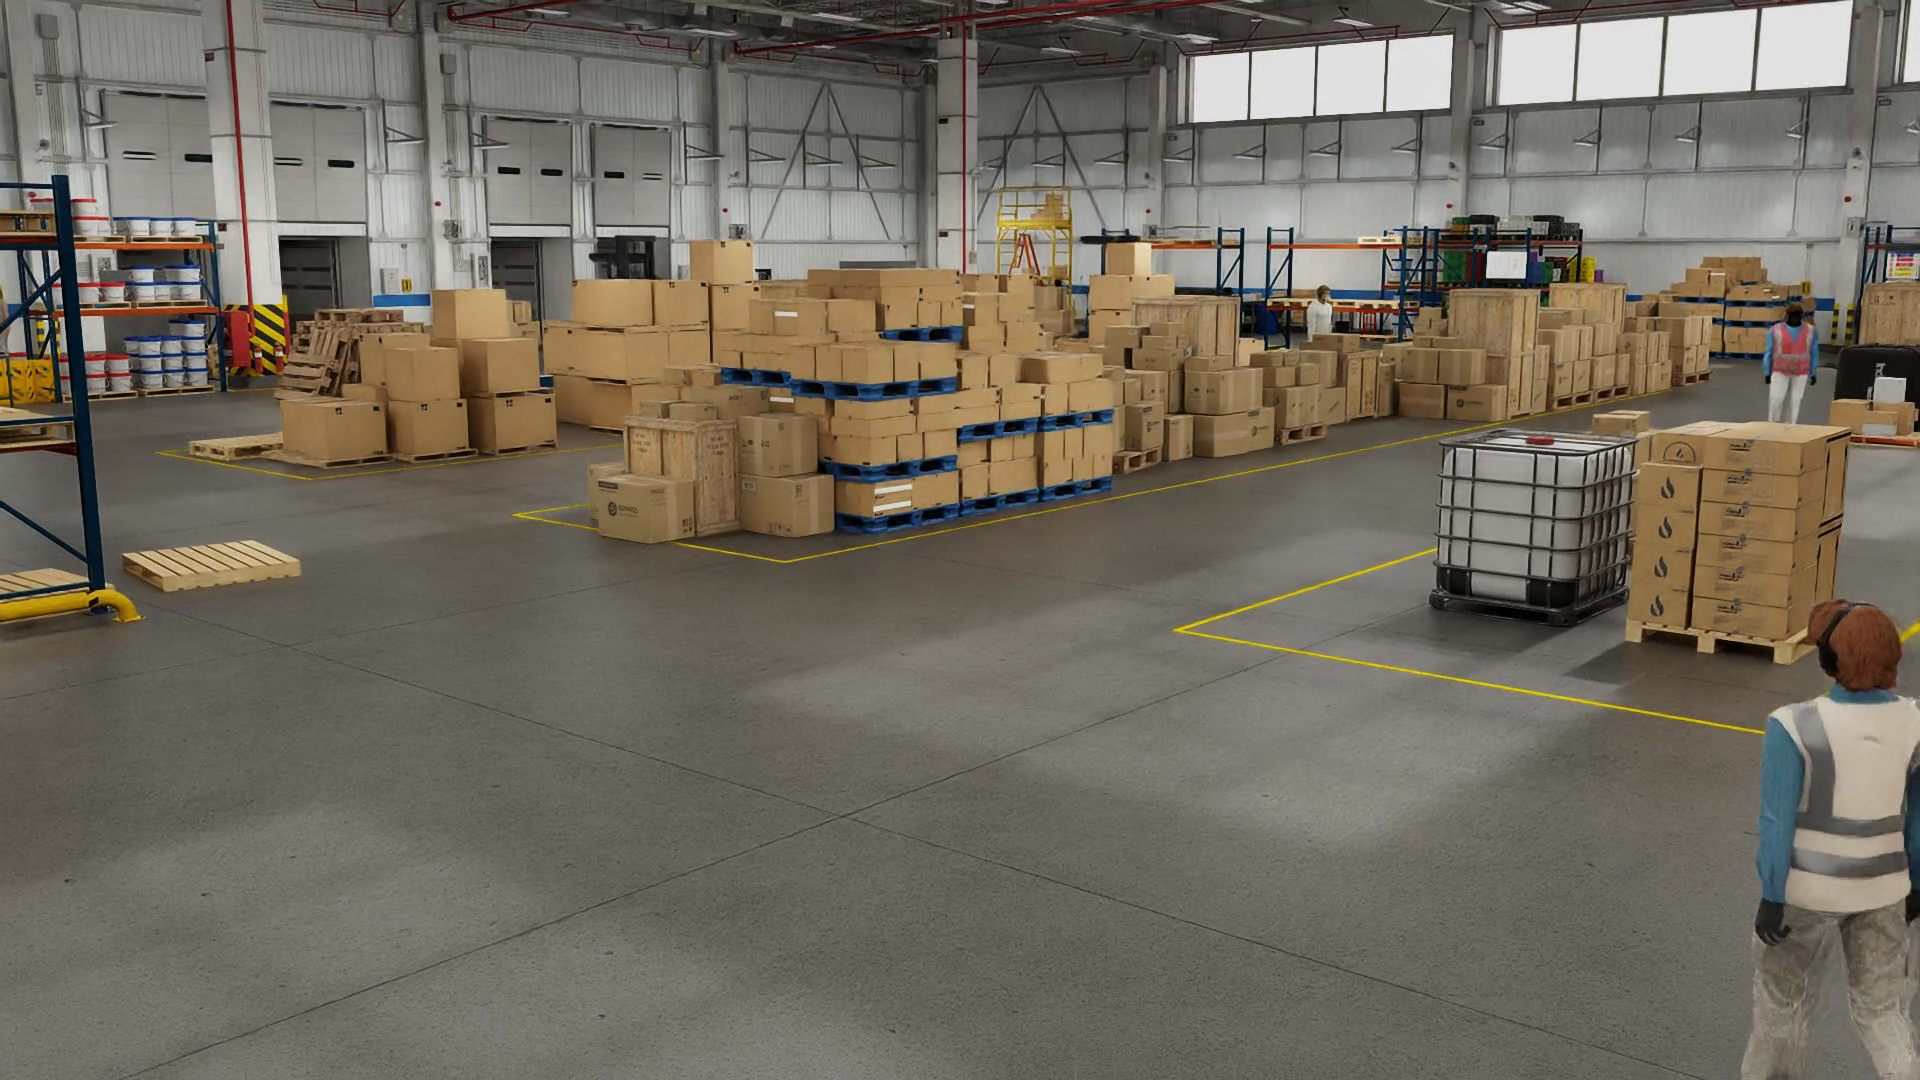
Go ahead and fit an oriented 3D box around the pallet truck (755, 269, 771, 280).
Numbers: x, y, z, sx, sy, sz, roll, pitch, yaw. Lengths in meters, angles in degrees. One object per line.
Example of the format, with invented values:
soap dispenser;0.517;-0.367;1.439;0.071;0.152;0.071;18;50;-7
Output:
pallet truck;-4.996;-6.432;45.525;1.885;1.965;0.823;-6;12;-32

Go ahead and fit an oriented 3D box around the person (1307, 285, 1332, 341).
person;6.119;-3.371;28.310;0.380;1.930;0.624;9;13;42

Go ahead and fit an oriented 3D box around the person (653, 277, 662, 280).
person;-6.520;-4.725;36.010;0.636;1.931;0.377;-5;11;-25

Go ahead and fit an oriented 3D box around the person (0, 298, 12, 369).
person;-18.214;-3.933;31.500;0.382;1.924;0.594;-3;11;-19

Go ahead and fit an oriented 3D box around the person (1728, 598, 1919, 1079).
person;2.425;0.965;4.523;0.521;1.609;0.779;-1;10;-4

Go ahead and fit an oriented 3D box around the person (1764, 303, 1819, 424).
person;10.957;-2.196;21.917;0.630;1.827;0.524;3;10;17

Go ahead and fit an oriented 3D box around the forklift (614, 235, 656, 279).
forklift;-7.246;-5.443;37.381;1.873;2.768;1.129;8;13;39

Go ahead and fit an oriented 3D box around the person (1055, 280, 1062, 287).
person;2.745;-6.463;46.558;0.321;1.696;0.537;0;10;-2

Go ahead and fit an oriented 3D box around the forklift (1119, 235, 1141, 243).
forklift;3.847;-5.561;38.057;1.873;2.768;1.129;2;10;14
